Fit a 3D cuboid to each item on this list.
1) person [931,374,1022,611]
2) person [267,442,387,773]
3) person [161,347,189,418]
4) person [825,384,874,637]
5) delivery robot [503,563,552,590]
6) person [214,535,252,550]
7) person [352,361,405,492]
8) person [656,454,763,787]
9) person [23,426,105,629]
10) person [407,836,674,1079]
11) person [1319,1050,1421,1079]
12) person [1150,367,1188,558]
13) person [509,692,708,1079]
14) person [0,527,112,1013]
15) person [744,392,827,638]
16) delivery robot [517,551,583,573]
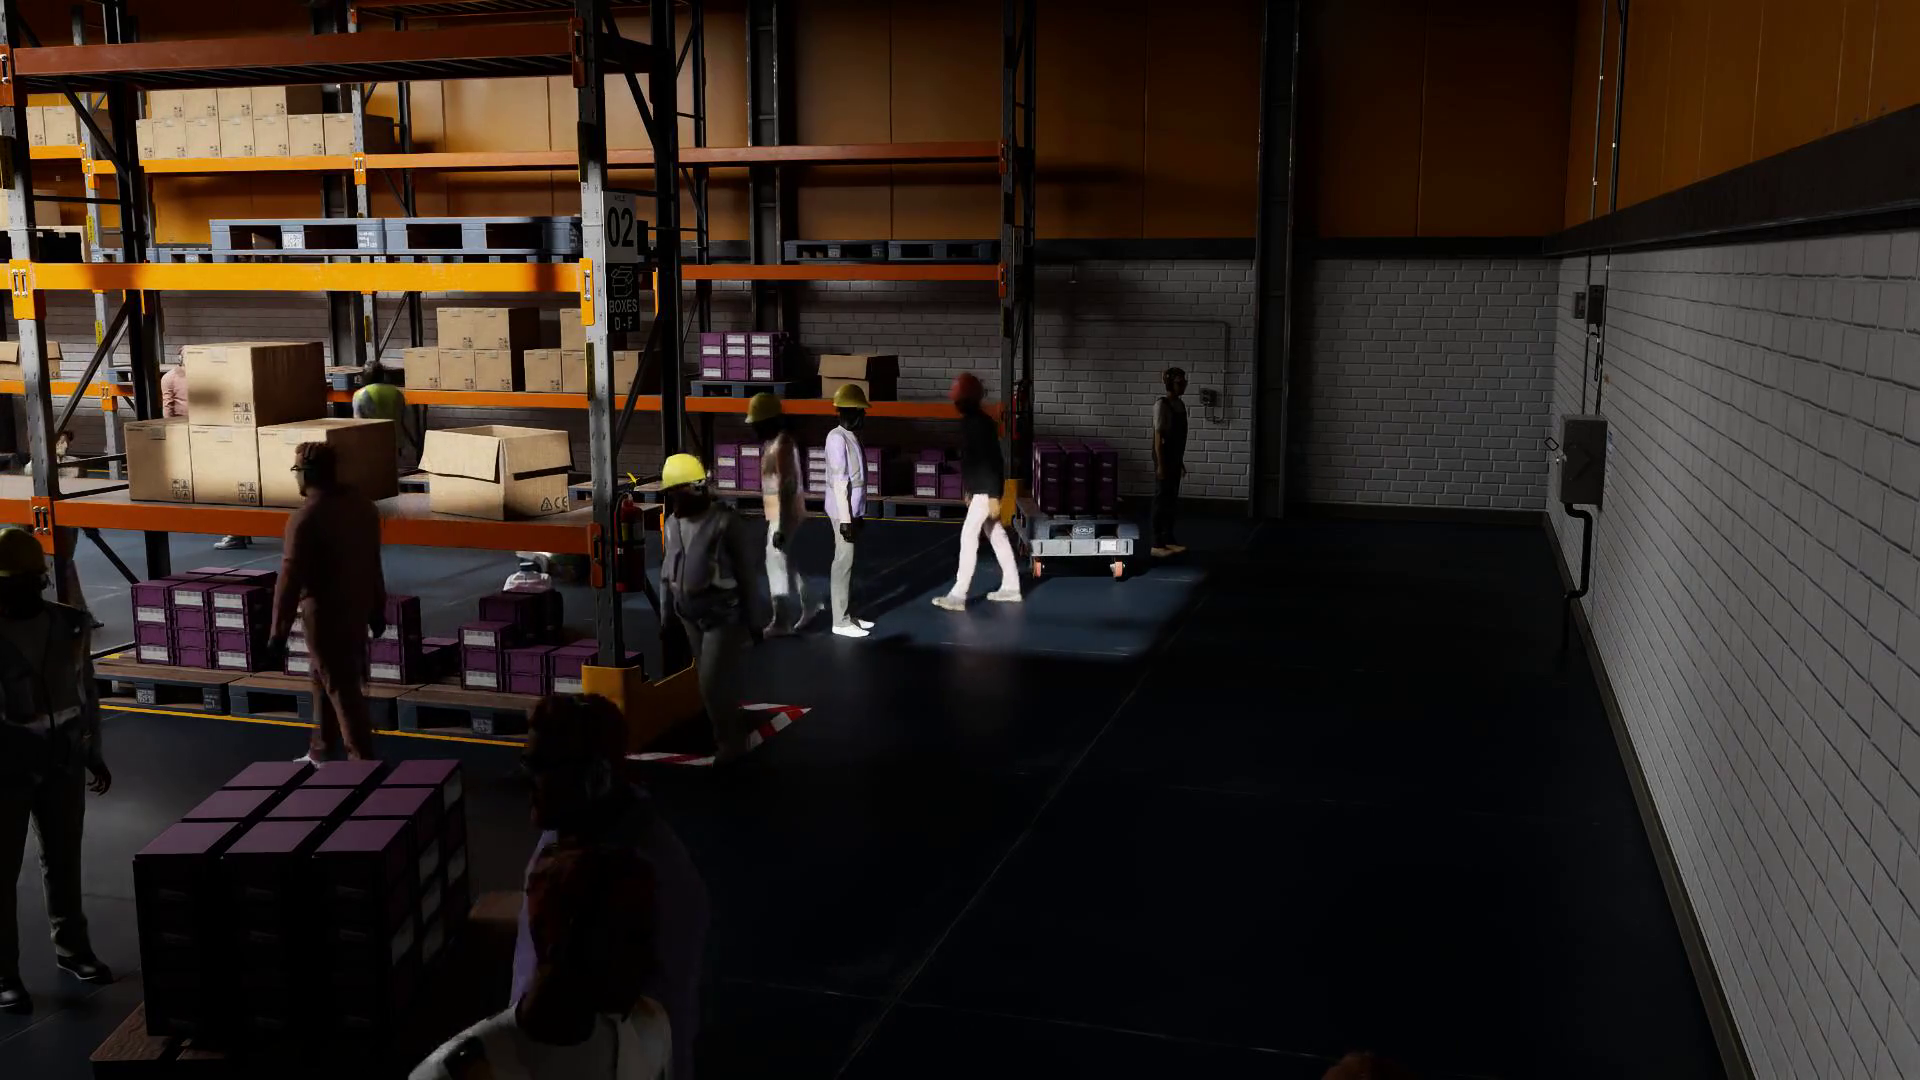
[{"bbox_3d":[0.119,-0.396,13.698,0.950,1.929,0.730,-2,10,-14],"label":"person"},{"bbox_3d":[-3.474,0.412,8.937,0.792,1.877,0.681,2,10,13],"label":"person"},{"bbox_3d":[-8.970,-1.327,19.482,0.401,1.904,0.646,8,12,42],"label":"person"},{"bbox_3d":[-0.845,-0.230,12.725,0.363,1.927,0.587,1,9,4],"label":"person"},{"bbox_3d":[-3.295,0.416,12.673,0.477,0.478,0.707,-2,10,-11],"label":"delivery robot"},{"bbox_3d":[-7.301,-0.879,16.615,0.388,1.947,0.611,-1,9,-8],"label":"person"},{"bbox_3d":[-6.163,-0.983,17.641,0.439,1.830,0.632,8,12,39],"label":"person"},{"bbox_3d":[-1.419,0.435,9.066,0.611,1.796,0.638,7,12,36],"label":"person"},{"bbox_3d":[-7.036,-0.110,13.027,0.882,1.582,0.529,4,10,23],"label":"person"},{"bbox_3d":[-0.705,1.428,2.849,0.391,1.858,0.652,7,12,37],"label":"person"},{"bbox_3d":[0.608,1.573,2.626,0.497,1.633,0.288,-1,9,-4],"label":"person"},{"bbox_3d":[2.052,-0.759,16.196,0.351,1.847,0.507,6,11,34],"label":"person"},{"bbox_3d":[-0.818,1.265,3.728,0.431,1.889,0.665,-6,11,-32],"label":"person"},{"bbox_3d":[-3.563,0.857,6.381,0.403,1.834,0.589,7,11,35],"label":"person"},{"bbox_3d":[-1.326,-0.177,12.525,0.578,1.890,0.645,-2,10,-12],"label":"person"},{"bbox_3d":[-3.705,0.035,14.997,0.477,0.478,0.707,-9,13,-42],"label":"delivery robot"}]
